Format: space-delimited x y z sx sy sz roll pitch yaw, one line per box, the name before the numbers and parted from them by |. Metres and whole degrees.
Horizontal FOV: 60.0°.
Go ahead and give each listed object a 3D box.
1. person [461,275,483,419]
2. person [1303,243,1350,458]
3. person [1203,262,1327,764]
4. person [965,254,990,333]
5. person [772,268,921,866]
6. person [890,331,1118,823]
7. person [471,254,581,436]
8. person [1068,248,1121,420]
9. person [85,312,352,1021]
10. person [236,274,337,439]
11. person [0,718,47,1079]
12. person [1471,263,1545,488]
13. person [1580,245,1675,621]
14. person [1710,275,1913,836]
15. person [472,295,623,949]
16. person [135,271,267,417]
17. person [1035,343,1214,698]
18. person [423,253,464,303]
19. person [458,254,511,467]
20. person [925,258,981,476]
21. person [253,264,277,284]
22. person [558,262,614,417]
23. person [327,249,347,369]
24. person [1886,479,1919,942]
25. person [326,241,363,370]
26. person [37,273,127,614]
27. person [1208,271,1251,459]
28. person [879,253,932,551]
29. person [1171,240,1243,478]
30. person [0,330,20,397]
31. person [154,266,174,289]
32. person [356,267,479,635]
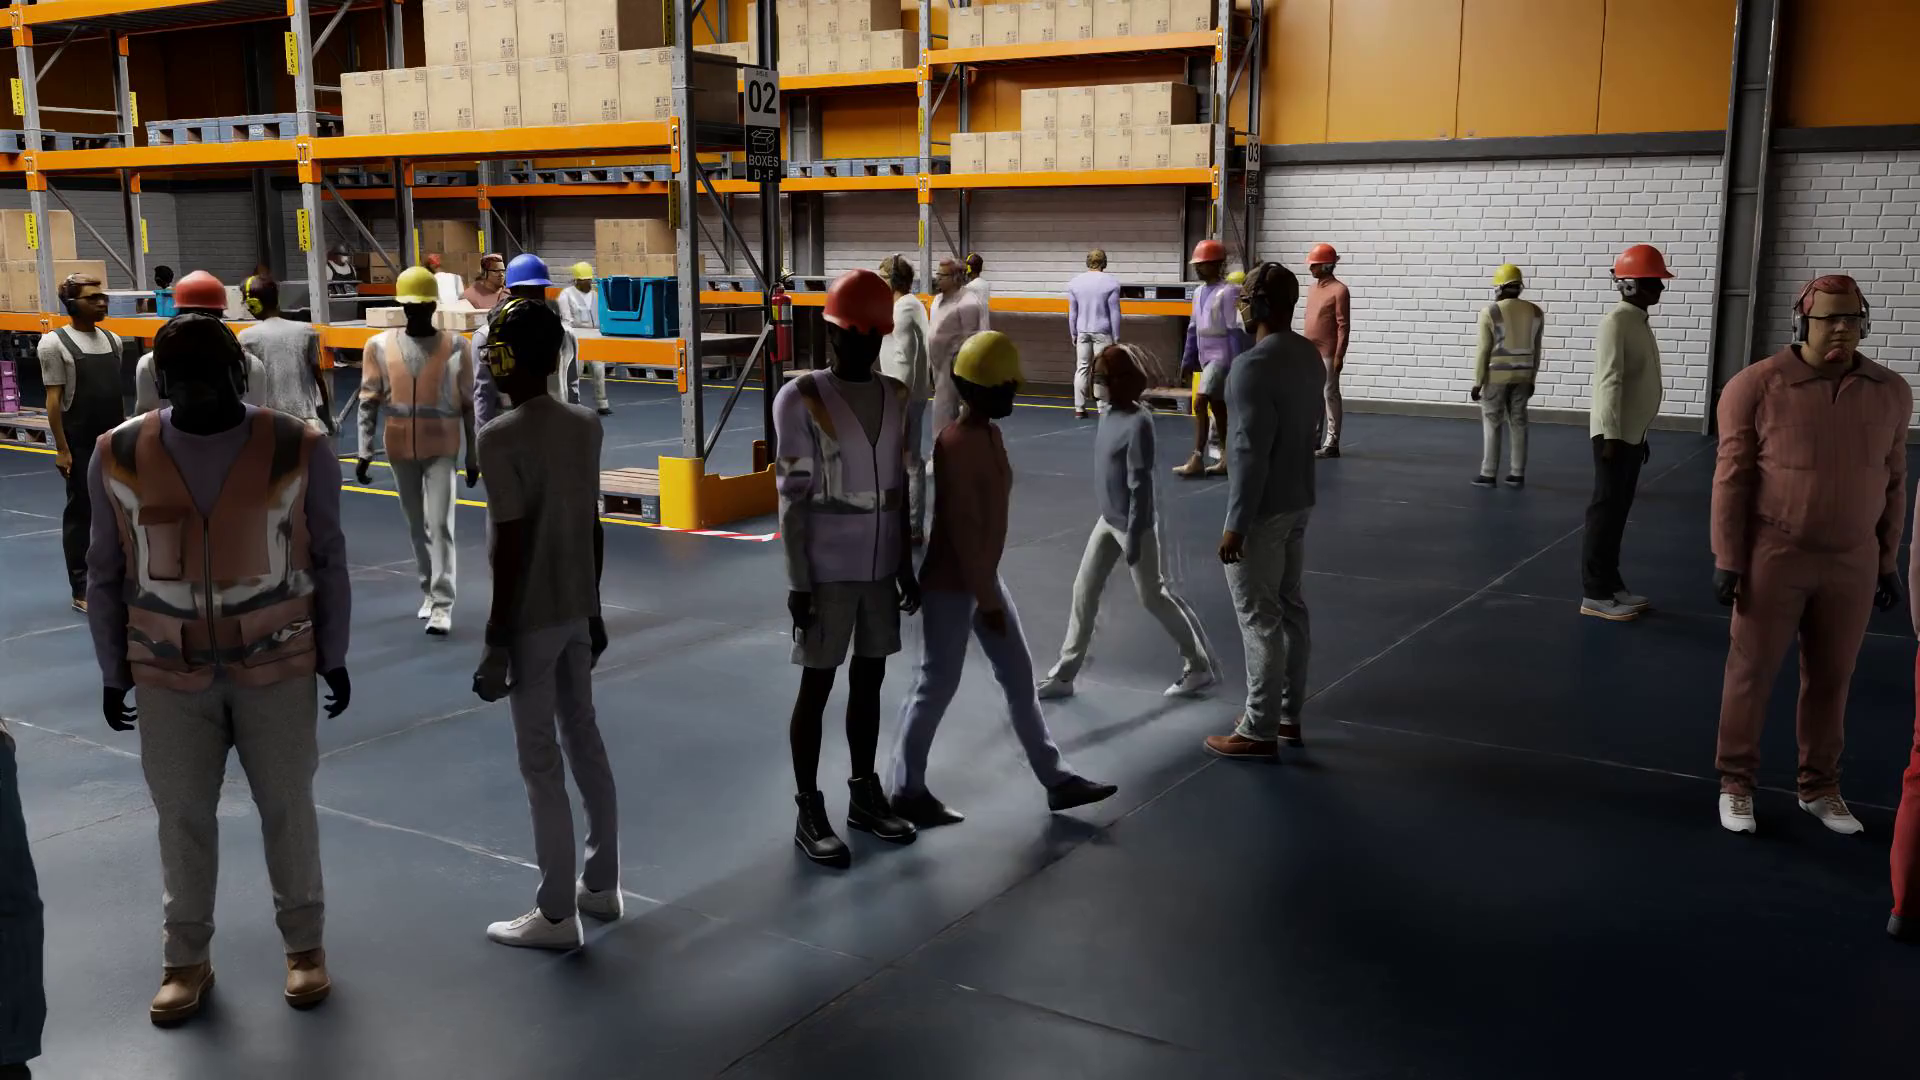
person | -5.271 -2.167 18.752 0.890 1.645 0.519 4 11 19
person | 3.379 -1.757 15.511 0.392 1.990 0.611 -4 11 -21
person | 1.192 -0.103 6.480 0.359 1.938 0.635 7 12 33
person | 0.182 -2.382 19.320 0.312 1.864 0.535 5 11 25
person | -0.343 0.085 5.463 0.543 1.932 0.376 -9 13 -40
person | 0.114 0.159 5.647 0.802 1.715 0.536 4 11 19
person | -2.229 -0.502 8.661 0.605 1.951 0.384 -10 14 -43
person | 1.522 -2.314 18.760 0.630 1.932 0.361 5 11 26
person | -1.921 0.331 4.349 0.637 1.842 0.429 -3 11 -16
person | -4.148 -0.739 10.341 0.594 1.817 0.948 -6 12 -32
person | -1.594 0.765 2.505 0.517 1.639 0.314 3 11 17
person | 4.472 -1.341 13.639 0.600 1.830 0.403 -2 11 -13
person | 3.586 -0.579 8.960 0.378 1.996 0.610 7 12 35
person | 2.888 0.063 5.655 0.648 1.907 0.409 0 10 2
person | -1.196 0.243 4.767 0.310 1.866 0.532 4 11 23
person | -3.411 -0.262 7.526 0.563 1.889 0.988 -5 11 -24
person | 0.742 -0.071 7.290 0.860 1.584 0.517 -3 11 -16
person | -6.781 -2.854 21.986 0.622 1.845 0.557 -9 14 -41
person | -4.129 -1.584 14.818 0.402 1.899 0.635 10 14 43
person | -0.029 -1.512 14.475 0.851 1.876 0.643 -5 11 -24
person | -11.583 -3.785 27.740 0.511 1.625 0.408 -9 14 -42
person | -4.384 -2.303 19.118 0.728 1.782 0.594 9 14 41
person | -9.927 -3.635 26.248 0.545 1.878 0.858 -7 12 -34
person | 2.860 0.322 4.609 0.309 1.769 0.523 -3 11 -16
person | -9.590 -3.655 25.881 0.935 2.000 0.692 8 13 39
person | -4.726 -0.525 9.084 0.345 1.847 0.507 3 11 18
person | 2.544 -1.622 15.445 0.493 1.743 0.313 -8 13 -39
person | -0.366 -0.893 10.864 0.354 1.936 0.637 1 10 4
person | 2.052 -1.525 14.141 0.841 2.010 0.651 -4 11 -20
person | -12.327 -2.762 21.282 0.370 1.915 0.596 0 10 3
person | -10.211 -2.691 21.494 0.317 1.695 0.540 -4 11 -20
person | -2.805 -0.464 8.642 0.594 1.883 0.859 0 10 -3
